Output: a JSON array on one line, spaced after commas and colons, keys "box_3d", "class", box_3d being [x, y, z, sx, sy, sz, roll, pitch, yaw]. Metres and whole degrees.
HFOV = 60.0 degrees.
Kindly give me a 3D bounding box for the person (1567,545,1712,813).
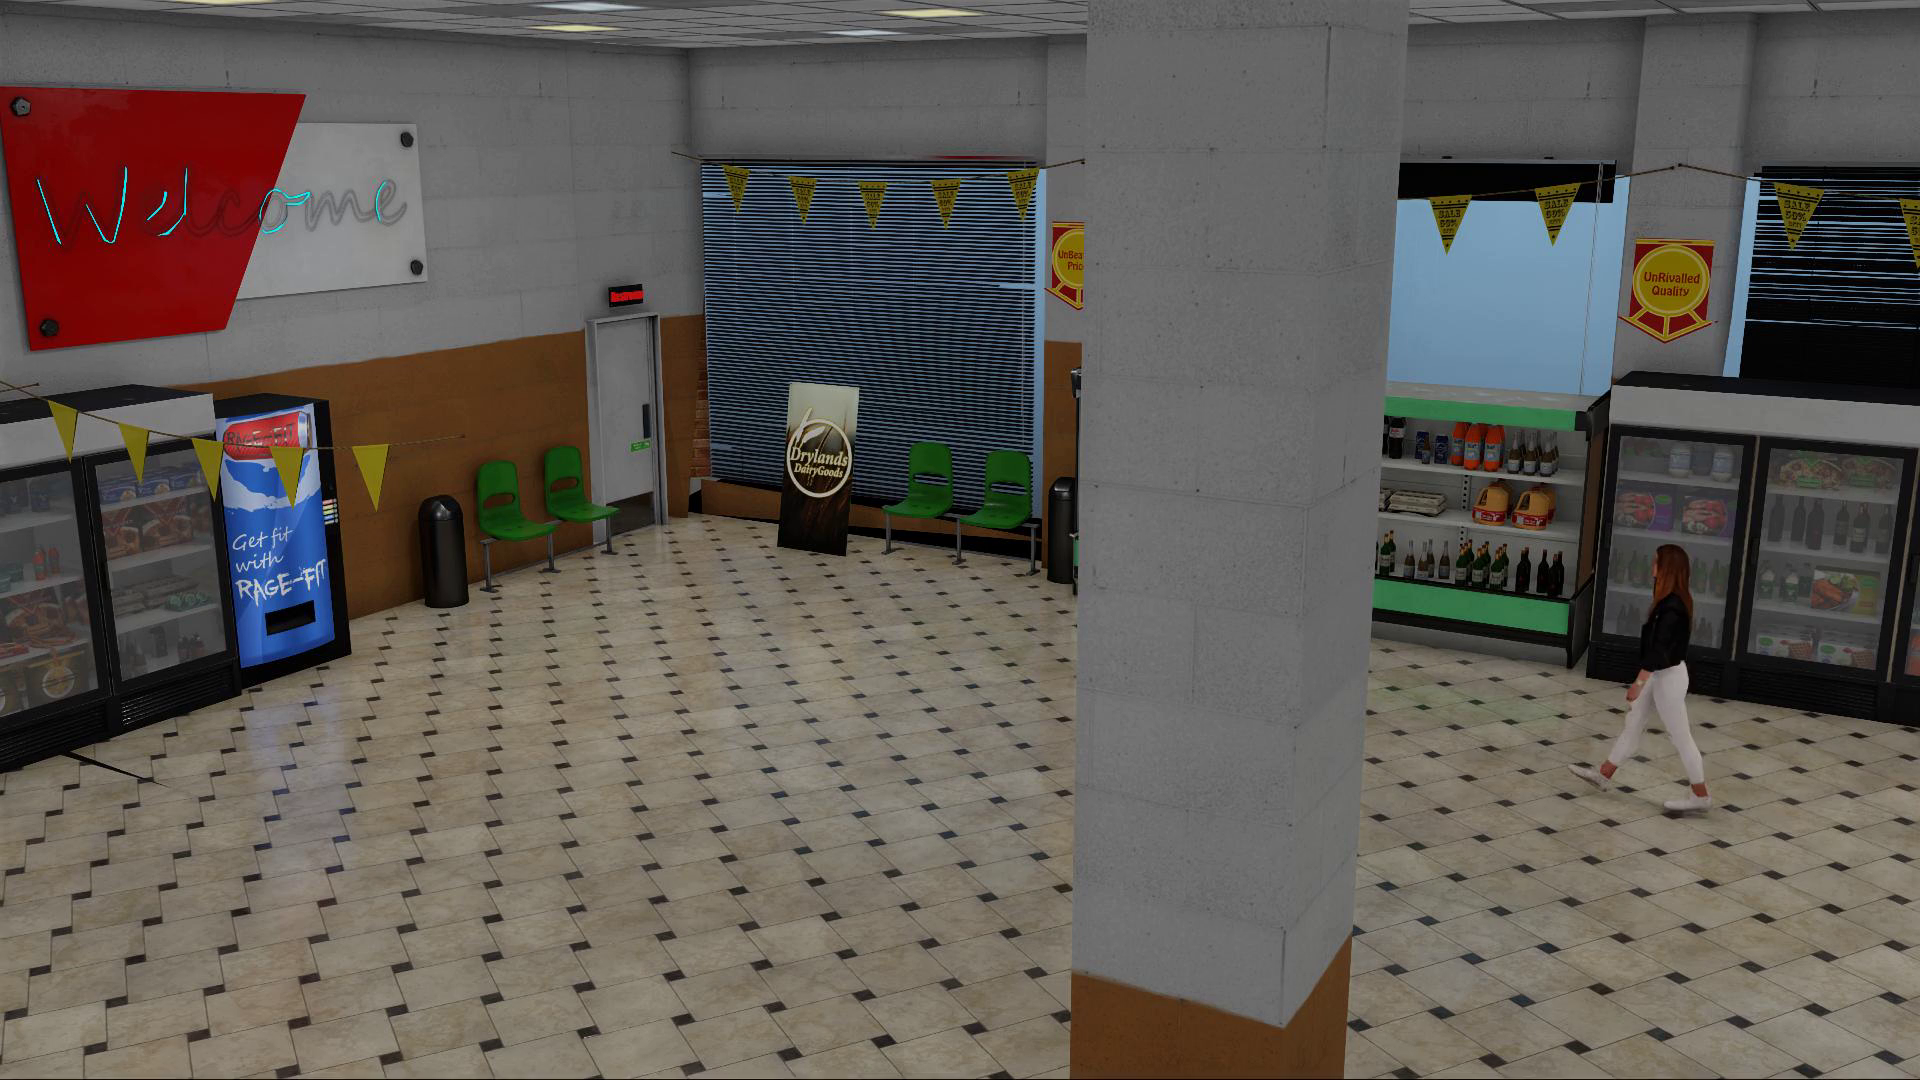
[{"box_3d": [4.418, 0.887, 10.207, 1.108, 1.665, 0.695, 6, 15, 22], "class": "person"}]
